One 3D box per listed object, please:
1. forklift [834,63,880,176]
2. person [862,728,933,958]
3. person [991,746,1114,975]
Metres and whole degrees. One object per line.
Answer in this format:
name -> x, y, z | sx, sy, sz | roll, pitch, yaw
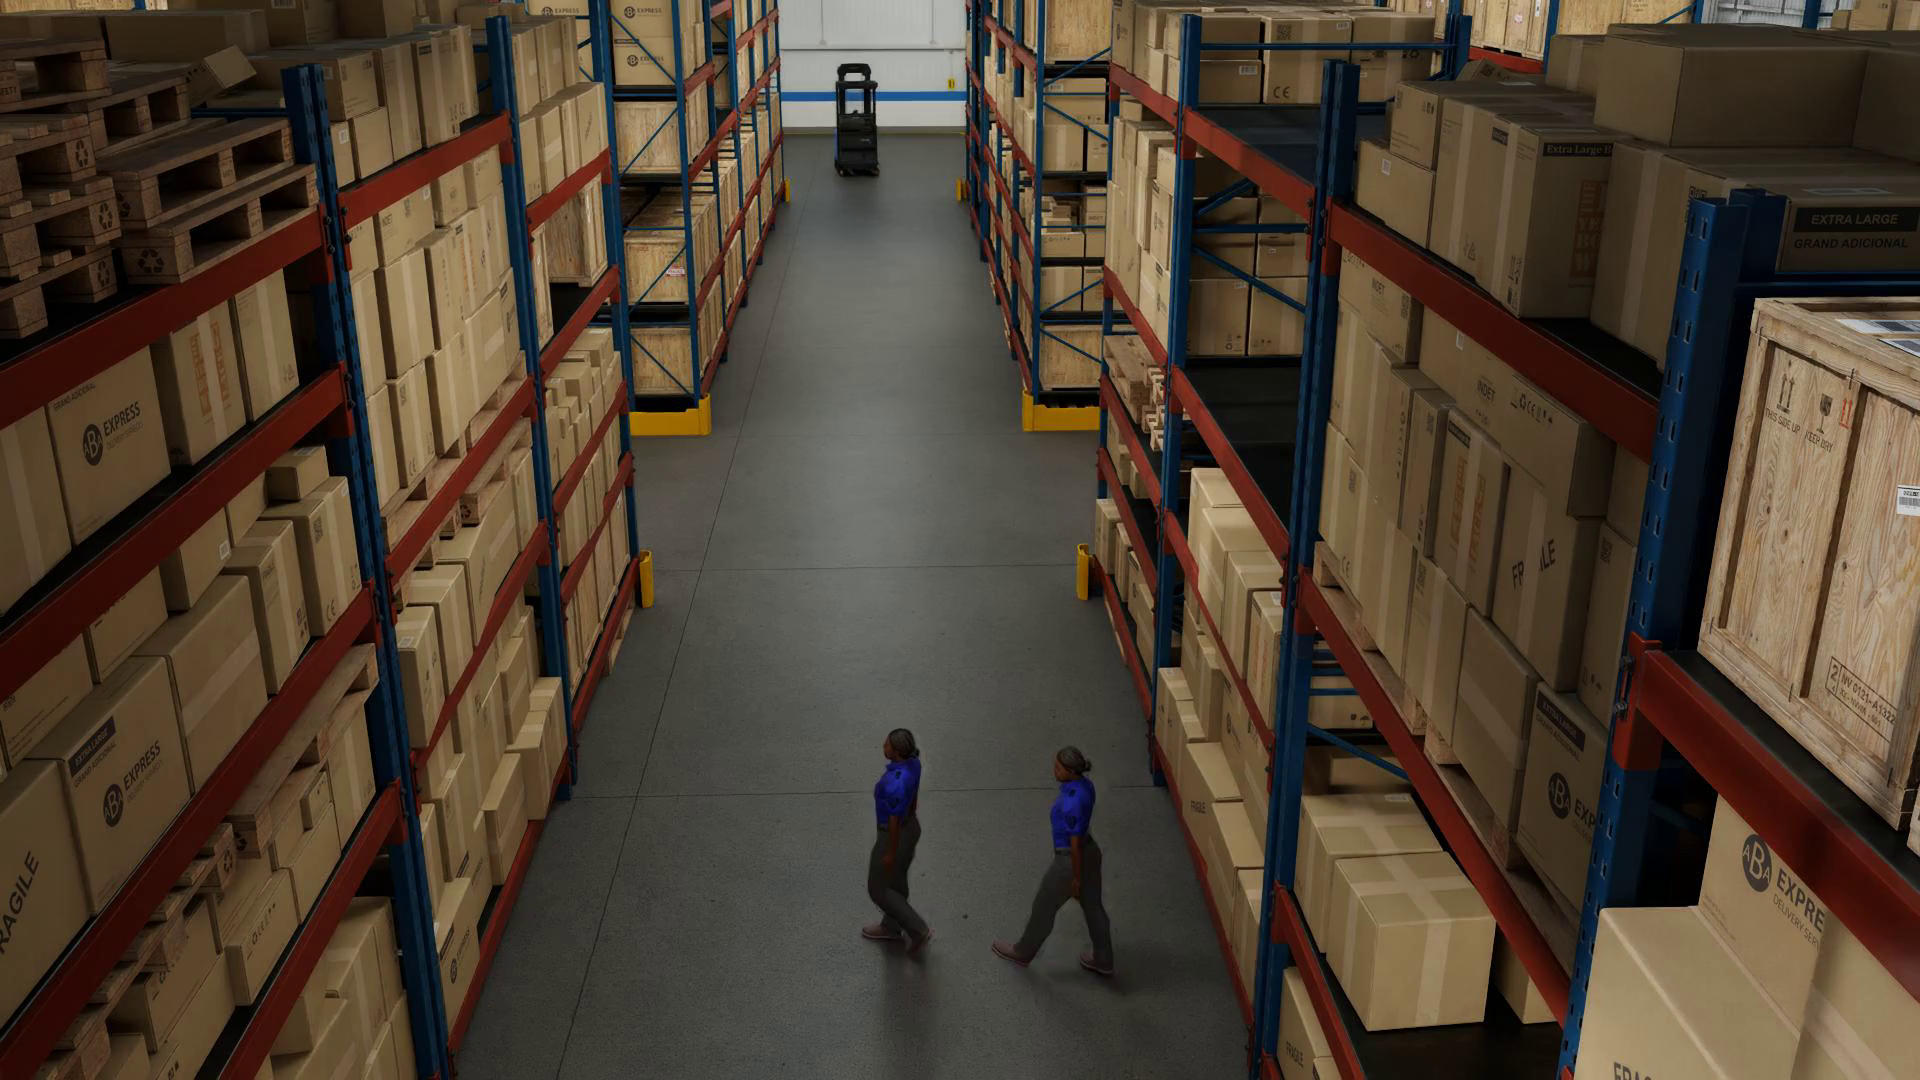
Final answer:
forklift -> -2.839, -11.557, 45.807 | 1.121, 2.941, 3.031 | -3, 21, -9
person -> -0.417, 2.019, 11.239 | 0.582, 1.665, 0.461 | 7, 21, 17
person -> 0.653, 2.099, 10.985 | 0.800, 1.640, 0.480 | 10, 23, 26
